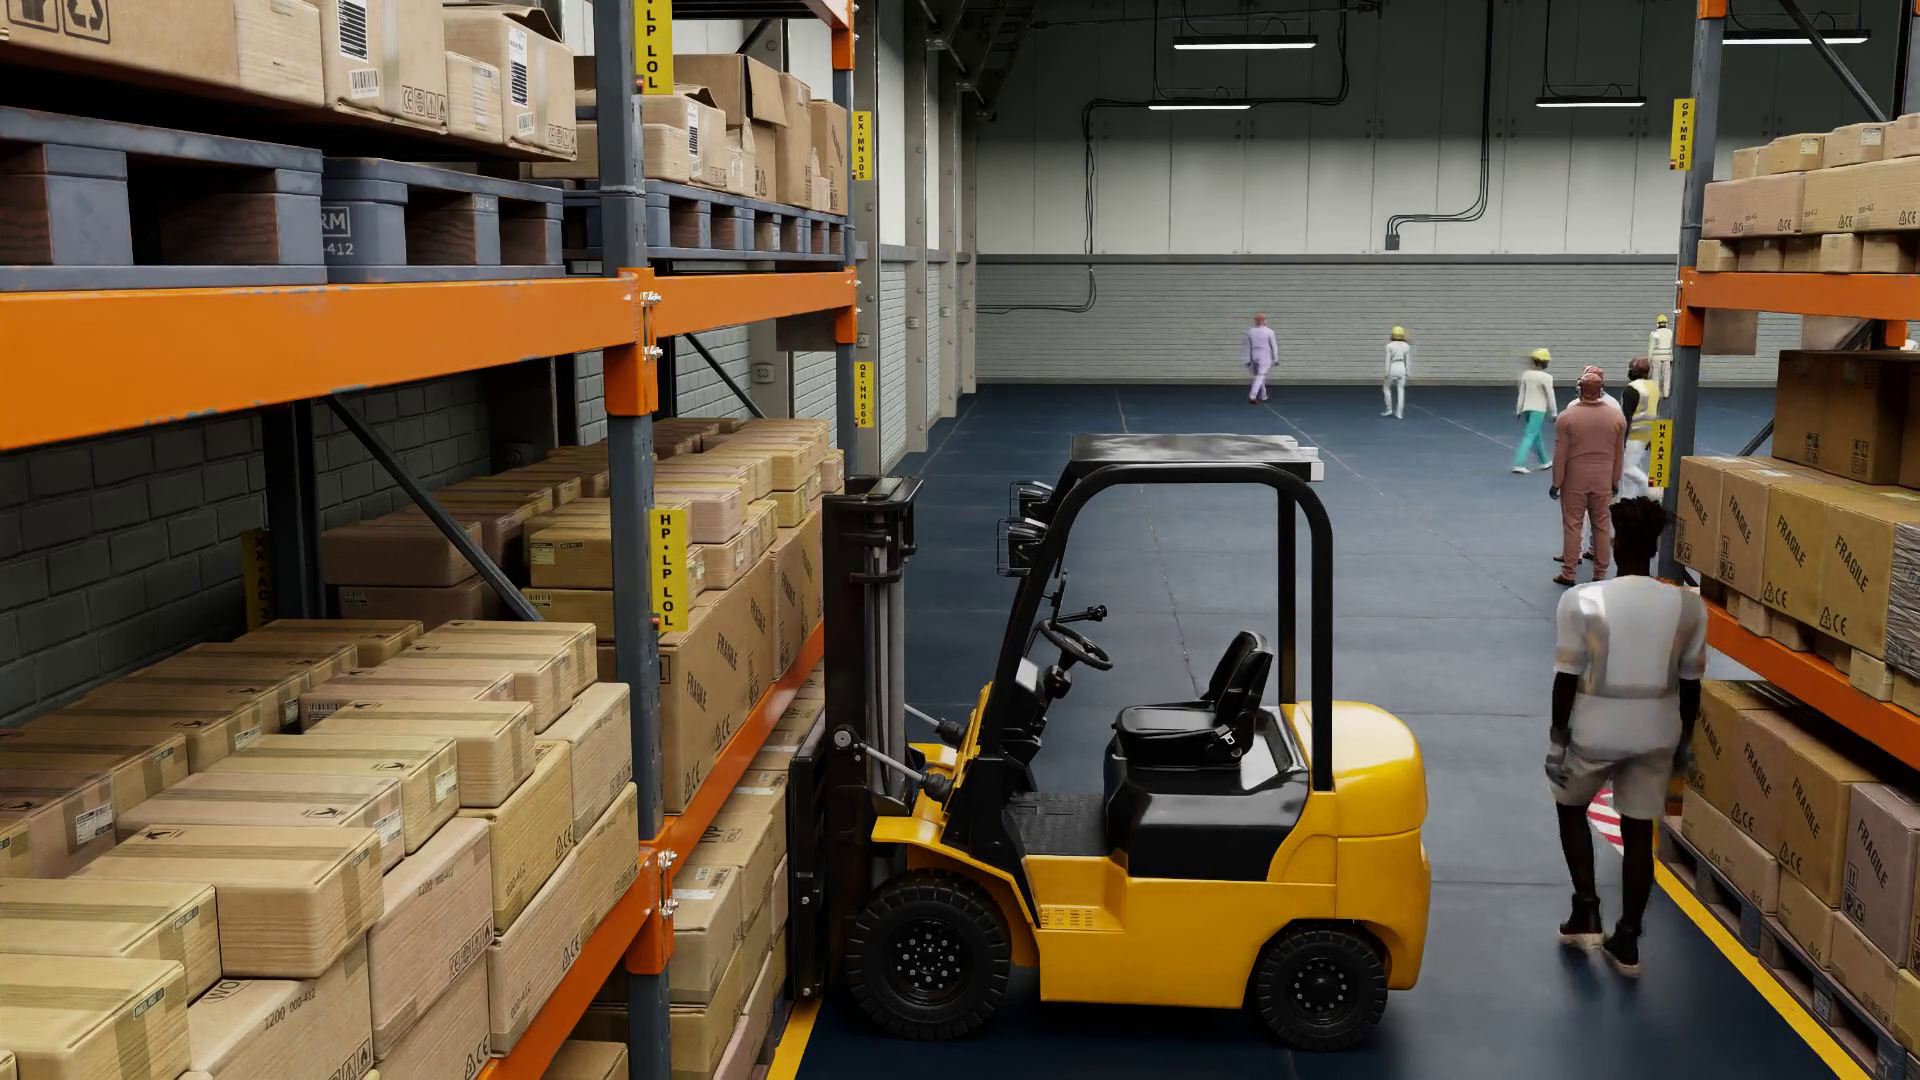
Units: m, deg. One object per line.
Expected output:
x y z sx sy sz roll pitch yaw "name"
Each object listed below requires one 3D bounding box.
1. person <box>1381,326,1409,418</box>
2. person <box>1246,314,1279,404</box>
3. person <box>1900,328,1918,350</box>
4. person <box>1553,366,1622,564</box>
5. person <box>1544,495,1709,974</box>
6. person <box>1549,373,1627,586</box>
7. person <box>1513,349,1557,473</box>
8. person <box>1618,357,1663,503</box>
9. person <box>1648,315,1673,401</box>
8.213 -3.173 31.431 0.500 1.721 0.618 -2 10 -12 "person"
6.256 -3.767 34.596 0.964 1.868 0.643 -9 13 -44 "person"
18.848 -3.426 33.245 0.514 1.633 0.316 1 9 6 "person"
6.024 -0.723 16.025 0.652 1.906 0.409 -5 10 -26 "person"
2.692 0.778 6.804 0.628 1.943 0.517 1 9 4 "person"
5.597 -0.535 14.887 0.636 1.911 0.404 0 9 0 "person"
8.016 -1.783 23.046 0.910 1.716 0.544 -4 10 -24 "person"
7.840 -1.199 19.176 0.629 1.817 0.635 -9 13 -44 "person"
14.807 -3.838 35.161 0.588 1.822 0.403 0 9 -3 "person"
